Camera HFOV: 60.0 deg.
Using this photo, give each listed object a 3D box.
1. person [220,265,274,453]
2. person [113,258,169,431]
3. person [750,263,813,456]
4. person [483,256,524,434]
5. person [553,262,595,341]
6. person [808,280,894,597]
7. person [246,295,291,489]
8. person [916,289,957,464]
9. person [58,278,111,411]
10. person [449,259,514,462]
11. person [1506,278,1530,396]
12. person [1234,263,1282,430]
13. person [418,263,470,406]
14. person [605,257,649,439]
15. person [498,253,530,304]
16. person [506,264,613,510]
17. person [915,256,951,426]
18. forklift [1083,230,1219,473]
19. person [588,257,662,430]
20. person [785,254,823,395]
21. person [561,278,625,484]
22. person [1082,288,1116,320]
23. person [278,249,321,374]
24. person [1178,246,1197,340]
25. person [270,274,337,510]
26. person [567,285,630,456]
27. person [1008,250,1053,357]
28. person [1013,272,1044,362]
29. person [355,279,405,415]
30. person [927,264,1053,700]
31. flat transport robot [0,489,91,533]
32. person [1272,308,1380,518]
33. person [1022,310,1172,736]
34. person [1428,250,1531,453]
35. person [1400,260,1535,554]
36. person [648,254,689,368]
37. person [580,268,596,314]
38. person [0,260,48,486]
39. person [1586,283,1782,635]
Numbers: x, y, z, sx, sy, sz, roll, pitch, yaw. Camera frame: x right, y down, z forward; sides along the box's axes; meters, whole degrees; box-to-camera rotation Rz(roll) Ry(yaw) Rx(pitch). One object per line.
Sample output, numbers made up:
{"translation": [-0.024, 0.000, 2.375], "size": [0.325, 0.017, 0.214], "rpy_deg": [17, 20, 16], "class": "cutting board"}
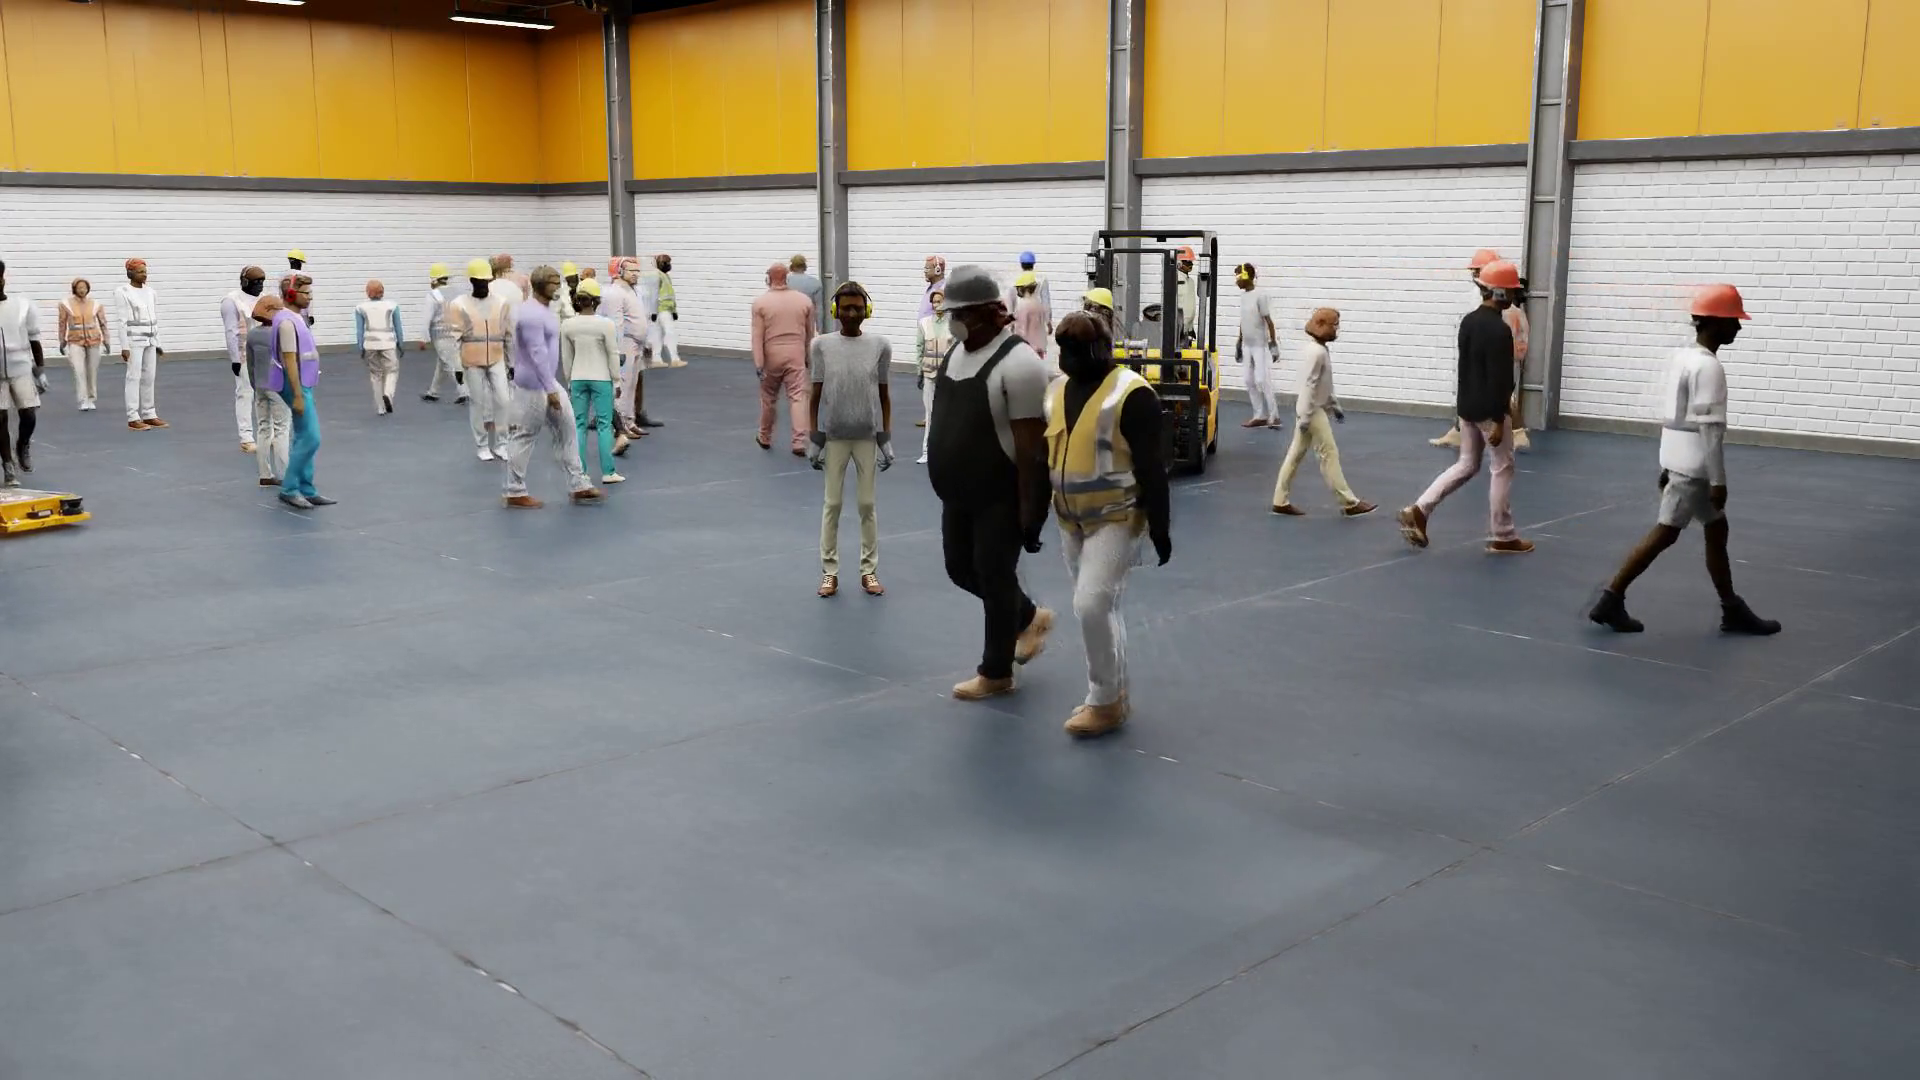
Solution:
{"translation": [-6.961, -1.788, 16.458], "size": [0.429, 1.838, 0.621], "rpy_deg": [4, 11, 22], "class": "person"}
{"translation": [-9.011, -2.149, 18.290], "size": [0.337, 1.882, 0.584], "rpy_deg": [3, 11, 14], "class": "person"}
{"translation": [-1.756, -1.773, 16.326], "size": [0.660, 1.857, 1.009], "rpy_deg": [-4, 11, -21], "class": "person"}
{"translation": [-4.990, -2.103, 17.985], "size": [0.693, 1.899, 0.631], "rpy_deg": [7, 13, 35], "class": "person"}
{"translation": [-5.278, -2.912, 22.786], "size": [0.581, 1.779, 0.982], "rpy_deg": [-3, 11, -16], "class": "person"}
{"translation": [-0.647, -0.593, 9.847], "size": [0.510, 1.871, 0.328], "rpy_deg": [-2, 11, -9], "class": "person"}
{"translation": [-5.796, -1.249, 14.063], "size": [0.507, 1.632, 0.275], "rpy_deg": [6, 12, 29], "class": "person"}
{"translation": [-0.164, -1.516, 15.501], "size": [0.515, 1.642, 0.314], "rpy_deg": [4, 11, 21], "class": "person"}
{"translation": [-10.594, -2.360, 20.164], "size": [0.545, 1.602, 0.757], "rpy_deg": [-7, 13, -34], "class": "person"}
{"translation": [-4.444, -1.673, 15.617], "size": [0.625, 1.904, 0.685], "rpy_deg": [-7, 12, -32], "class": "person"}
{"translation": [5.853, -1.933, 17.649], "size": [0.323, 1.689, 0.530], "rpy_deg": [5, 12, 26], "class": "person"}
{"translation": [3.283, -2.130, 18.372], "size": [0.458, 1.818, 0.615], "rpy_deg": [-4, 11, -22], "class": "person"}
{"translation": [-6.492, -2.576, 20.915], "size": [0.967, 1.782, 0.610], "rpy_deg": [5, 11, 24], "class": "person"}
{"translation": [-3.487, -2.024, 17.555], "size": [0.401, 1.904, 0.649], "rpy_deg": [1, 10, 6], "class": "person"}
{"translation": [-6.304, -3.046, 23.168], "size": [0.662, 1.891, 0.478], "rpy_deg": [-2, 11, -11], "class": "person"}
{"translation": [-3.142, -1.169, 12.907], "size": [0.910, 1.903, 0.656], "rpy_deg": [1, 10, 3], "class": "person"}
{"translation": [-0.276, -2.172, 18.352], "size": [0.409, 1.907, 0.651], "rpy_deg": [-4, 11, -20], "class": "person"}
{"translation": [1.804, -1.825, 15.677], "size": [1.214, 2.155, 2.313], "rpy_deg": [2, 11, 13], "class": "forklift"}
{"translation": [-3.697, -2.155, 18.301], "size": [0.848, 1.902, 0.413], "rpy_deg": [-6, 12, -31], "class": "person"}
{"translation": [-2.114, -2.791, 21.803], "size": [0.649, 1.894, 1.034], "rpy_deg": [-2, 11, -10], "class": "person"}
{"translation": [-3.159, -1.359, 14.308], "size": [0.524, 1.768, 0.311], "rpy_deg": [2, 11, 12], "class": "person"}
{"translation": [0.974, -1.124, 13.147], "size": [0.455, 1.722, 0.577], "rpy_deg": [5, 11, 24], "class": "person"}
{"translation": [-10.137, -3.485, 25.481], "size": [0.585, 1.918, 0.381], "rpy_deg": [4, 11, 23], "class": "person"}
{"translation": [2.768, -2.654, 20.744], "size": [0.382, 1.995, 0.612], "rpy_deg": [7, 12, 33], "class": "person"}
{"translation": [-5.174, -1.156, 13.010], "size": [0.404, 1.839, 0.579], "rpy_deg": [-3, 11, -16], "class": "person"}
{"translation": [-3.554, -1.642, 16.124], "size": [0.867, 1.662, 0.529], "rpy_deg": [9, 14, 41], "class": "person"}
{"translation": [0.933, -2.970, 22.640], "size": [0.639, 1.927, 0.753], "rpy_deg": [6, 12, 28], "class": "person"}
{"translation": [0.695, -2.110, 18.527], "size": [0.823, 1.725, 0.546], "rpy_deg": [6, 12, 30], "class": "person"}
{"translation": [-6.835, -2.256, 19.588], "size": [0.525, 1.616, 0.565], "rpy_deg": [-2, 11, -9], "class": "person"}
{"translation": [0.164, -0.294, 7.746], "size": [0.699, 2.000, 0.717], "rpy_deg": [-7, 13, -34], "class": "person"}
{"translation": [-7.192, -0.239, 12.275], "size": [1.431, 0.197, 0.652], "rpy_deg": [5, 12, 26], "class": "flat transport robot"}
{"translation": [2.774, -0.945, 12.537], "size": [0.851, 1.587, 0.504], "rpy_deg": [2, 11, 10], "class": "person"}
{"translation": [0.547, -0.068, 7.123], "size": [0.630, 1.818, 0.677], "rpy_deg": [-8, 13, -37], "class": "person"}
{"translation": [5.203, -1.850, 16.375], "size": [1.041, 2.000, 0.638], "rpy_deg": [7, 13, 34], "class": "person"}
{"translation": [3.436, -0.869, 11.062], "size": [0.835, 1.973, 0.614], "rpy_deg": [-2, 11, -12], "class": "person"}
{"translation": [-4.661, -3.679, 26.808], "size": [0.781, 1.815, 0.661], "rpy_deg": [1, 10, 6], "class": "person"}
{"translation": [-5.740, -3.394, 25.765], "size": [0.284, 1.632, 0.498], "rpy_deg": [-3, 11, -15], "class": "person"}
{"translation": [-8.199, -1.447, 14.269], "size": [0.629, 1.949, 0.488], "rpy_deg": [-7, 12, -33], "class": "person"}
{"translation": [3.875, -0.416, 8.845], "size": [0.999, 1.891, 0.565], "rpy_deg": [2, 11, 13], "class": "person"}
